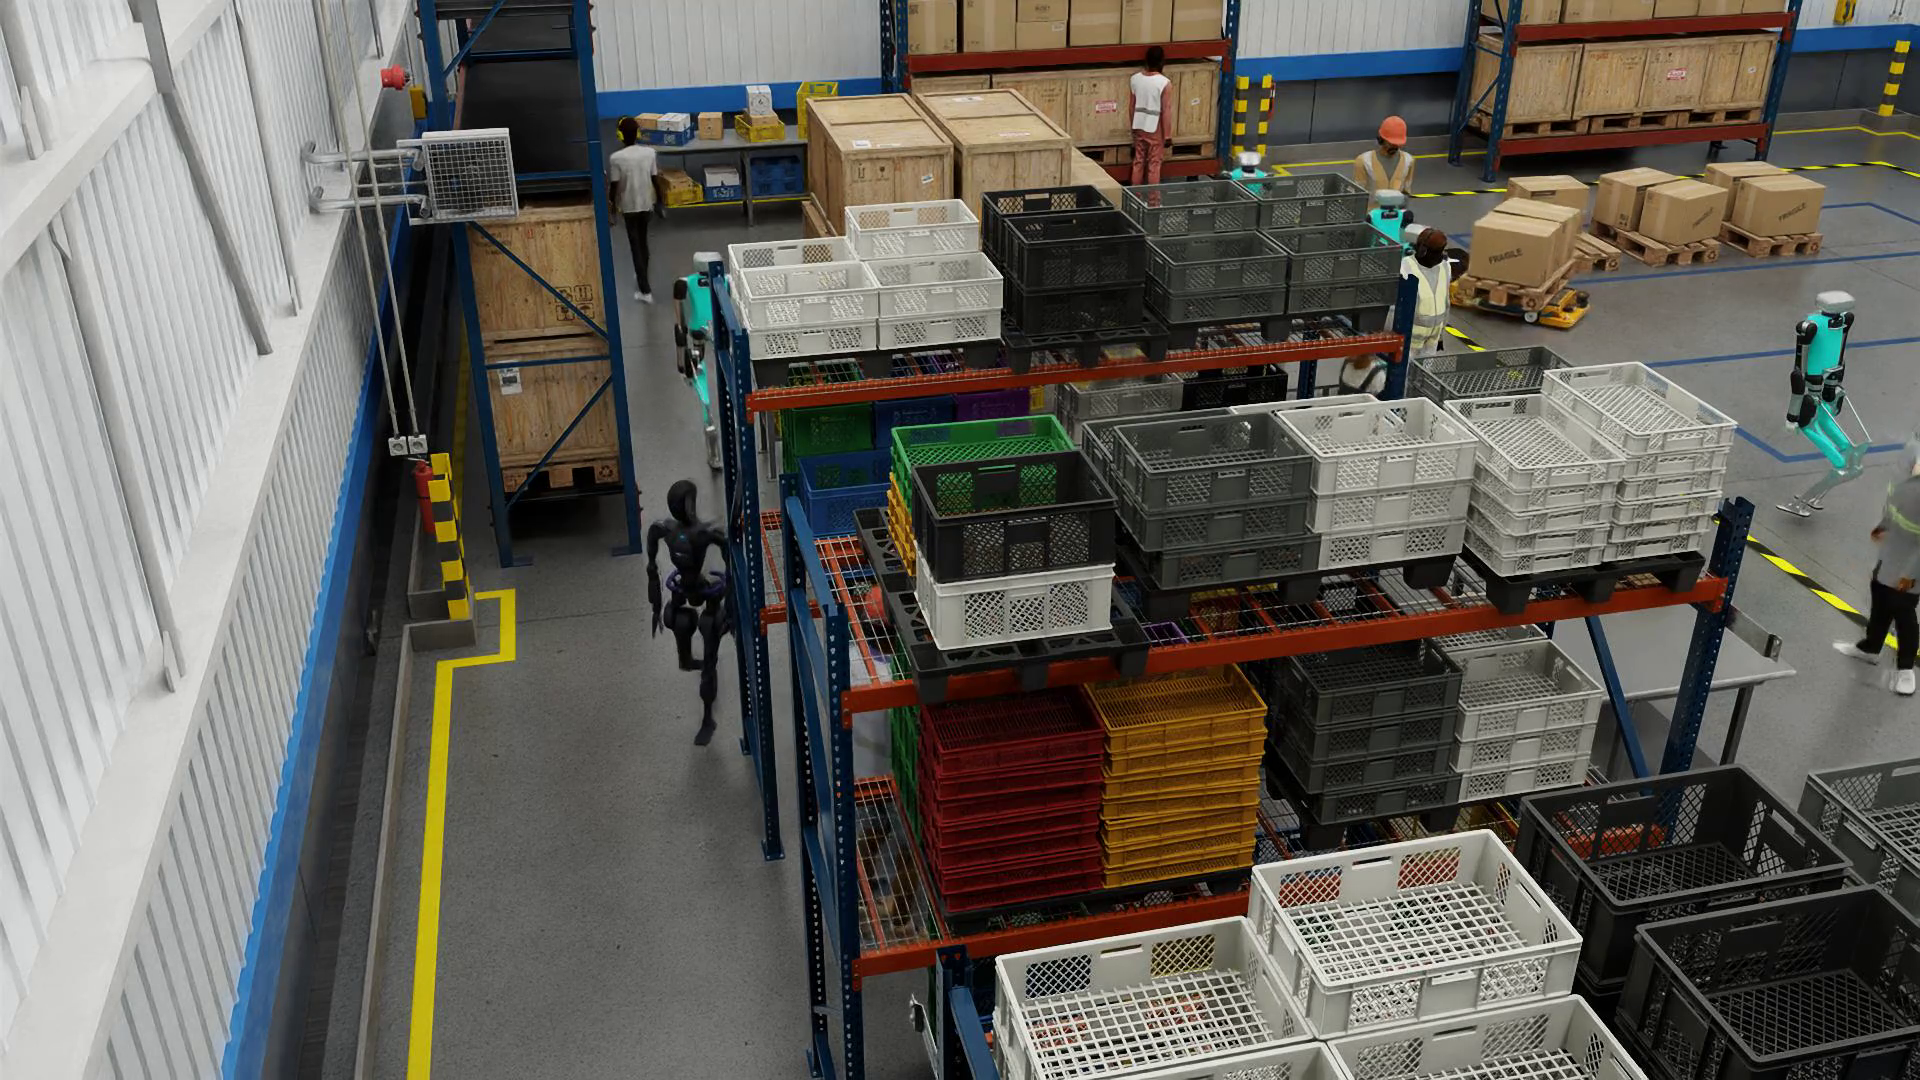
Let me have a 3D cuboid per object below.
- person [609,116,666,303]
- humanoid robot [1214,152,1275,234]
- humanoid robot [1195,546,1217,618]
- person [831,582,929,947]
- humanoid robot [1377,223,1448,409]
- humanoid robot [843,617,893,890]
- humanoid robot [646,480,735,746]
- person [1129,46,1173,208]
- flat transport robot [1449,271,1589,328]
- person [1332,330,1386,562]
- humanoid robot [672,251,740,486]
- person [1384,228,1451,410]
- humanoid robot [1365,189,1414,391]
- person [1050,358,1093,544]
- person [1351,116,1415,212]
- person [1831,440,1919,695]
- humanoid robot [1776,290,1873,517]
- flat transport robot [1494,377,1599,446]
[{"bbox_3d":[-3.306,-3.342,16.700,0.554,1.843,0.763,-19,33,-32],"label":"person"},{"bbox_3d":[2.662,-2.869,15.999,0.540,1.859,0.737,0,28,0],"label":"humanoid robot"},{"bbox_3d":[1.587,-0.124,10.787,0.710,1.633,0.585,-10,29,-19],"label":"humanoid robot"},{"bbox_3d":[-0.340,1.104,8.067,0.619,2.029,0.430,24,36,38],"label":"person"},{"bbox_3d":[3.613,-1.643,13.580,0.547,1.786,0.659,7,29,13],"label":"humanoid robot"},{"bbox_3d":[-0.355,1.070,8.530,0.615,1.639,0.599,-5,28,-9],"label":"humanoid robot"},{"bbox_3d":[-1.537,0.356,9.891,0.584,1.633,0.694,5,28,9],"label":"humanoid robot"},{"bbox_3d":[2.201,-4.744,19.277,0.391,1.920,0.587,-25,37,-38],"label":"person"},{"bbox_3d":[5.488,-2.434,16.635,1.431,0.197,0.652,17,32,29],"label":"flat transport robot"},{"bbox_3d":[2.854,-0.690,11.687,0.602,1.823,0.540,-10,30,-19],"label":"person"},{"bbox_3d":[-1.879,-1.246,12.947,0.555,1.887,0.797,-10,29,-18],"label":"humanoid robot"},{"bbox_3d":[3.689,-1.635,13.476,0.629,1.835,0.428,-13,31,-24],"label":"person"},{"bbox_3d":[3.772,-2.047,14.444,0.542,1.851,0.886,-9,29,-16],"label":"humanoid robot"},{"bbox_3d":[0.813,-0.484,11.420,0.933,1.697,0.553,-3,28,-5],"label":"person"},{"bbox_3d":[4.017,-3.043,15.924,0.605,2.039,0.385,-5,28,-9],"label":"person"},{"bbox_3d":[5.864,0.062,10.284,0.375,1.812,0.695,1,28,2],"label":"person"},{"bbox_3d":[6.380,-0.937,12.106,0.533,1.677,0.735,-15,31,-26],"label":"humanoid robot"},{"bbox_3d":[4.780,-1.036,14.013,0.659,0.231,1.431,-6,28,-12],"label":"flat transport robot"}]
